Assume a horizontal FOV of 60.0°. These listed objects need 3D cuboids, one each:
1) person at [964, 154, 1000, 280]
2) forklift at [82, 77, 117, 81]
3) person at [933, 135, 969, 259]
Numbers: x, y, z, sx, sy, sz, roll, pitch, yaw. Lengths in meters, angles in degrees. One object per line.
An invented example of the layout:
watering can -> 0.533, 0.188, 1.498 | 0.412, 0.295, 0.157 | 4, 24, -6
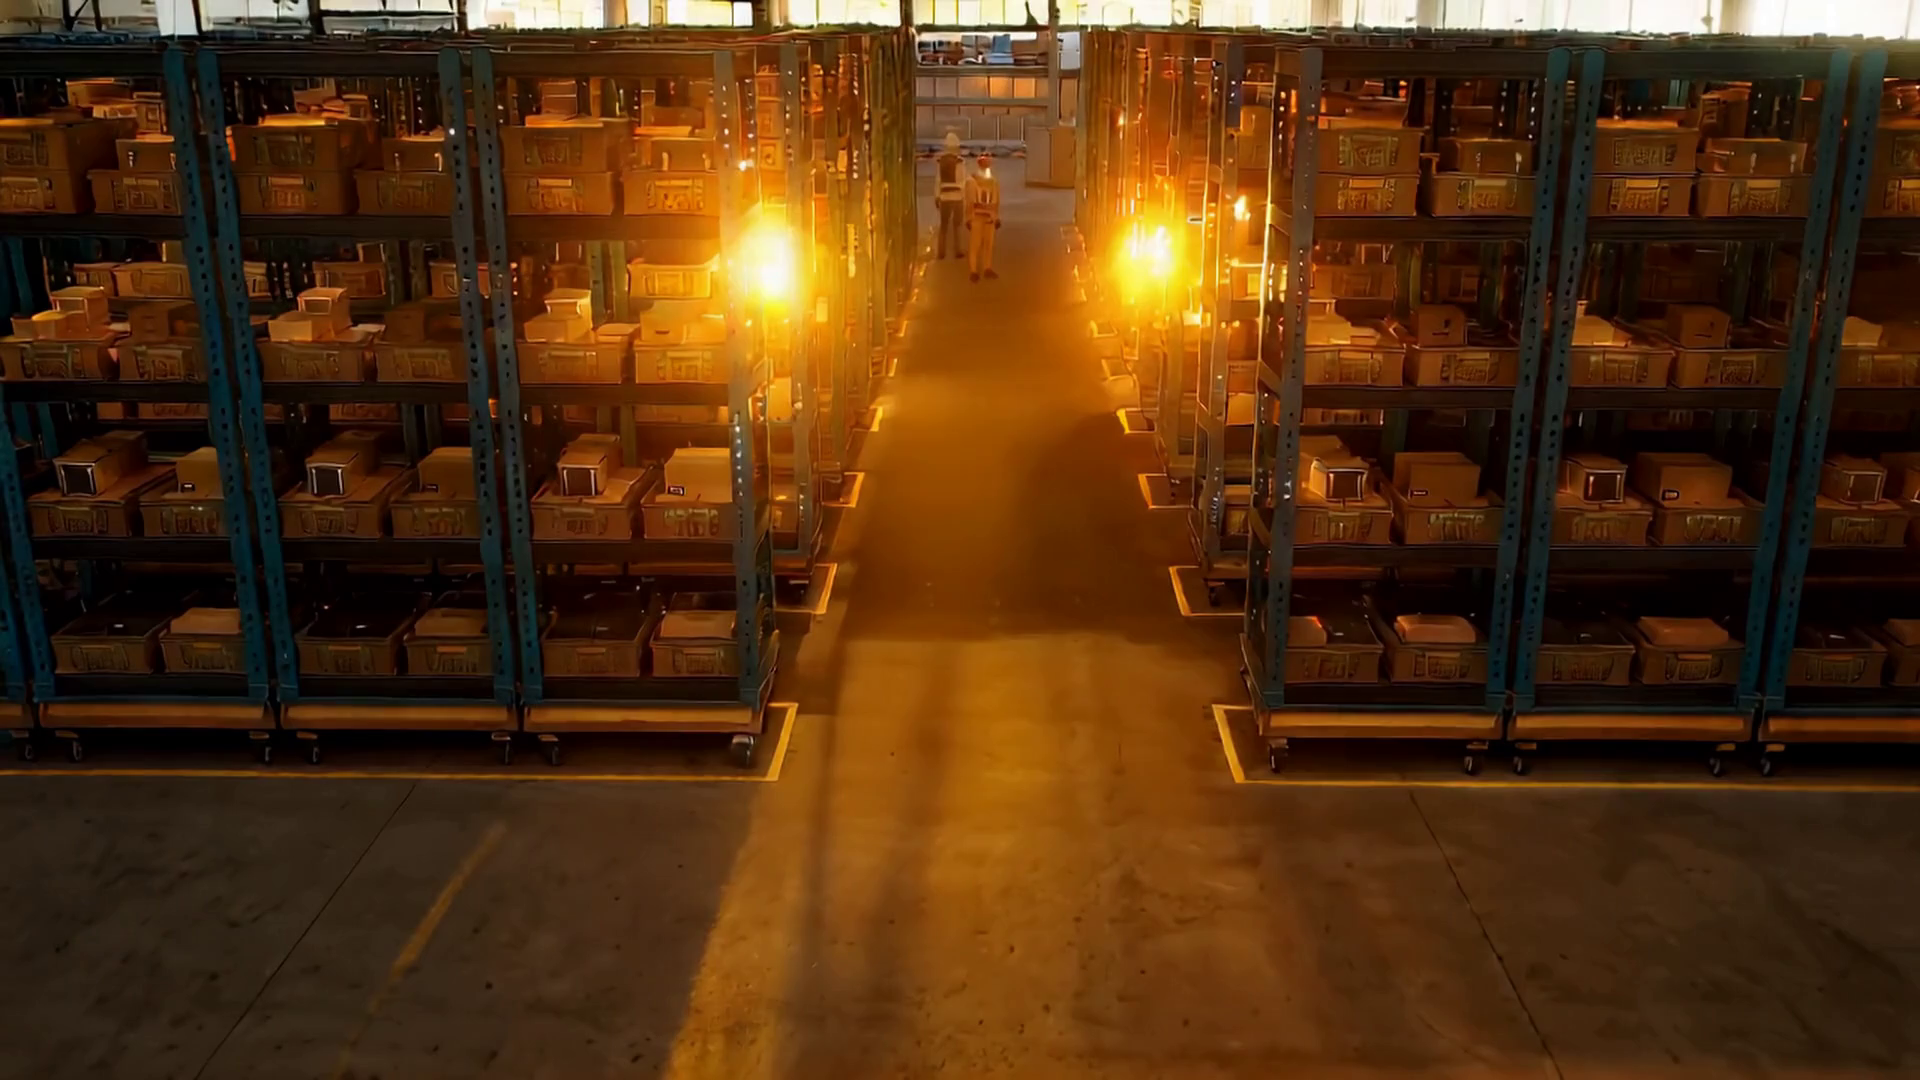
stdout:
person -> 0.348, -4.771, 24.569 | 0.587, 1.830, 0.403 | -12, 21, -34
forklift -> -24.434, -12.466, 47.368 | 1.129, 2.768, 1.873 | 0, 17, 1
person -> -0.129, -5.509, 26.728 | 0.610, 1.946, 0.405 | 5, 18, 17
